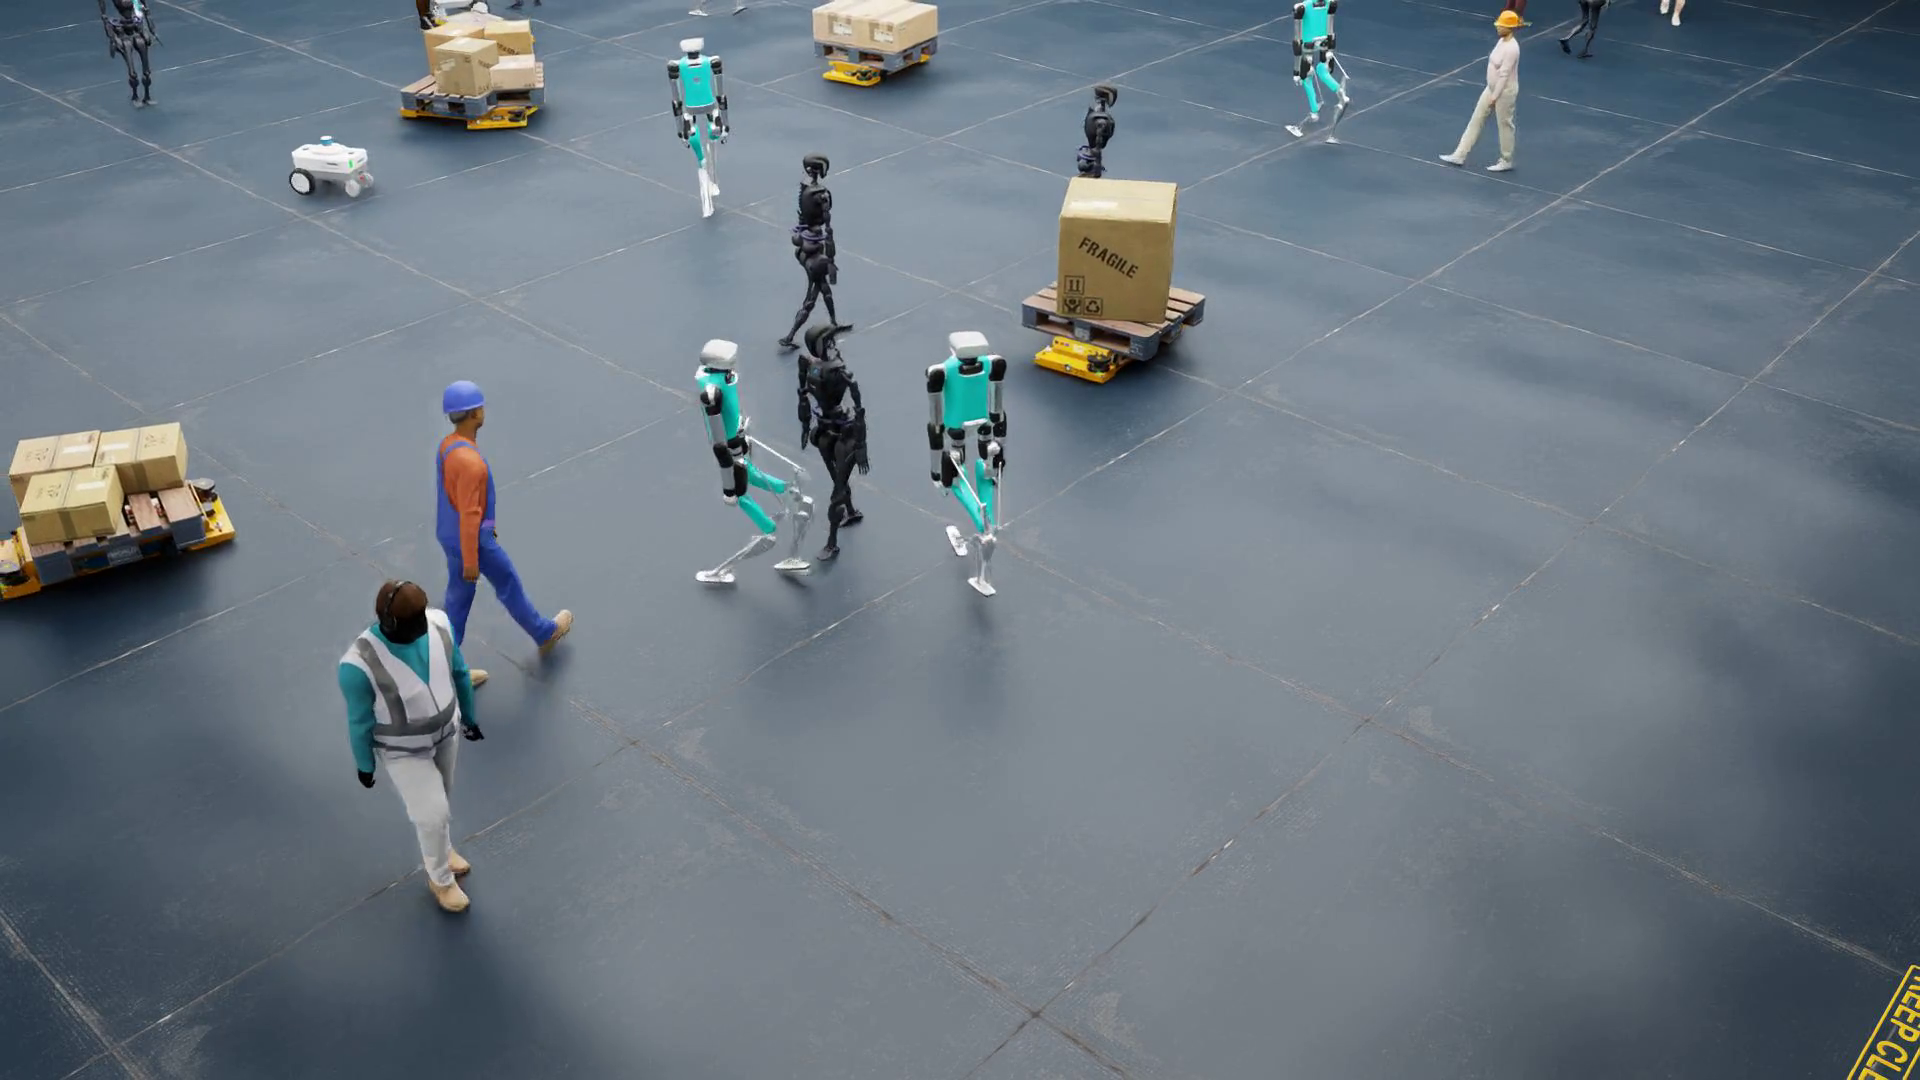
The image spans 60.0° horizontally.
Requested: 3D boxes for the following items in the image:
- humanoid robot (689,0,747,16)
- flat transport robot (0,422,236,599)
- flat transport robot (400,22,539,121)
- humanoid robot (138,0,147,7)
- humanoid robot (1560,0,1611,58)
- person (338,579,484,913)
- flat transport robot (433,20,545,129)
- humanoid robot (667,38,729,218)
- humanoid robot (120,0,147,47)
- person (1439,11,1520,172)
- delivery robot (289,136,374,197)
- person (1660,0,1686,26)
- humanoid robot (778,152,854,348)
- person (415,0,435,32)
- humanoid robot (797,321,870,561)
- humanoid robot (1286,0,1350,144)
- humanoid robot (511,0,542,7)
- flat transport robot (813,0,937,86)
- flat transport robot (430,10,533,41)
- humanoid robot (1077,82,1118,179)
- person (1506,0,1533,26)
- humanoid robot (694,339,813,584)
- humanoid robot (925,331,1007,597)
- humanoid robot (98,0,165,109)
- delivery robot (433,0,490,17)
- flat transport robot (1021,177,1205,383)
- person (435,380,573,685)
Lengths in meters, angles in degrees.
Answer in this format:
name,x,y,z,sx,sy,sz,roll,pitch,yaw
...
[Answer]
name,x,y,z,sx,sy,sz,roll,pitch,yaw
humanoid robot,-3.264,-7.963,22.615,0.994,1.776,0.530,10,33,16
flat transport robot,-5.706,-0.029,11.200,1.431,0.231,0.659,-18,36,-27
flat transport robot,-5.682,-5.024,19.245,1.431,0.231,0.659,9,33,14
humanoid robot,-11.624,-8.167,22.923,0.530,1.785,0.763,-14,34,-21
humanoid robot,7.955,-6.924,20.964,0.451,1.639,0.609,-14,34,-21
person,-2.570,0.992,8.086,0.652,1.816,0.648,19,37,28
flat transport robot,-5.420,-5.075,19.327,0.659,0.231,1.431,-6,32,-10
humanoid robot,-2.571,-4.126,16.459,0.555,1.773,1.054,-6,32,-10
humanoid robot,-10.767,-7.164,21.286,0.531,1.779,0.617,-15,35,-22
person,5.502,-4.656,17.321,0.820,1.662,0.479,-3,32,-5
delivery robot,-6.445,-3.843,17.064,0.767,0.587,0.499,7,33,11
person,9.797,-7.920,22.405,0.517,1.857,0.549,8,33,13
humanoid robot,-1.226,-2.394,13.723,0.762,1.637,0.613,-17,36,-25
person,-7.146,-7.766,22.055,0.369,1.963,0.607,1,32,2
humanoid robot,-0.845,-0.692,10.950,0.614,1.633,0.649,23,39,33
humanoid robot,3.922,-5.044,17.922,0.547,1.753,1.041,-15,35,-22
humanoid robot,-6.204,-8.265,23.131,0.602,1.637,0.352,-20,37,-29
flat transport robot,-1.027,-5.961,20.753,0.659,0.231,1.431,18,36,26
flat transport robot,-6.347,-6.751,22.025,1.431,0.231,0.659,26,40,35
humanoid robot,1.211,-3.417,15.339,0.432,1.643,0.609,1,32,2
person,7.633,-7.838,22.321,0.381,1.806,0.550,-5,32,-8
humanoid robot,-1.206,-0.440,10.497,0.953,1.764,0.559,0,32,-1
humanoid robot,0.130,-0.407,10.414,0.538,1.729,1.001,-14,35,-21
humanoid robot,-9.561,-5.831,19.217,0.386,1.650,0.600,27,41,36
delivery robot,-6.874,-7.461,22.888,0.765,0.585,0.499,-11,33,-17
flat transport robot,1.265,-1.727,13.935,0.659,0.231,1.431,20,37,29
person,-2.763,-0.023,9.697,0.943,1.840,0.586,-22,38,-31
